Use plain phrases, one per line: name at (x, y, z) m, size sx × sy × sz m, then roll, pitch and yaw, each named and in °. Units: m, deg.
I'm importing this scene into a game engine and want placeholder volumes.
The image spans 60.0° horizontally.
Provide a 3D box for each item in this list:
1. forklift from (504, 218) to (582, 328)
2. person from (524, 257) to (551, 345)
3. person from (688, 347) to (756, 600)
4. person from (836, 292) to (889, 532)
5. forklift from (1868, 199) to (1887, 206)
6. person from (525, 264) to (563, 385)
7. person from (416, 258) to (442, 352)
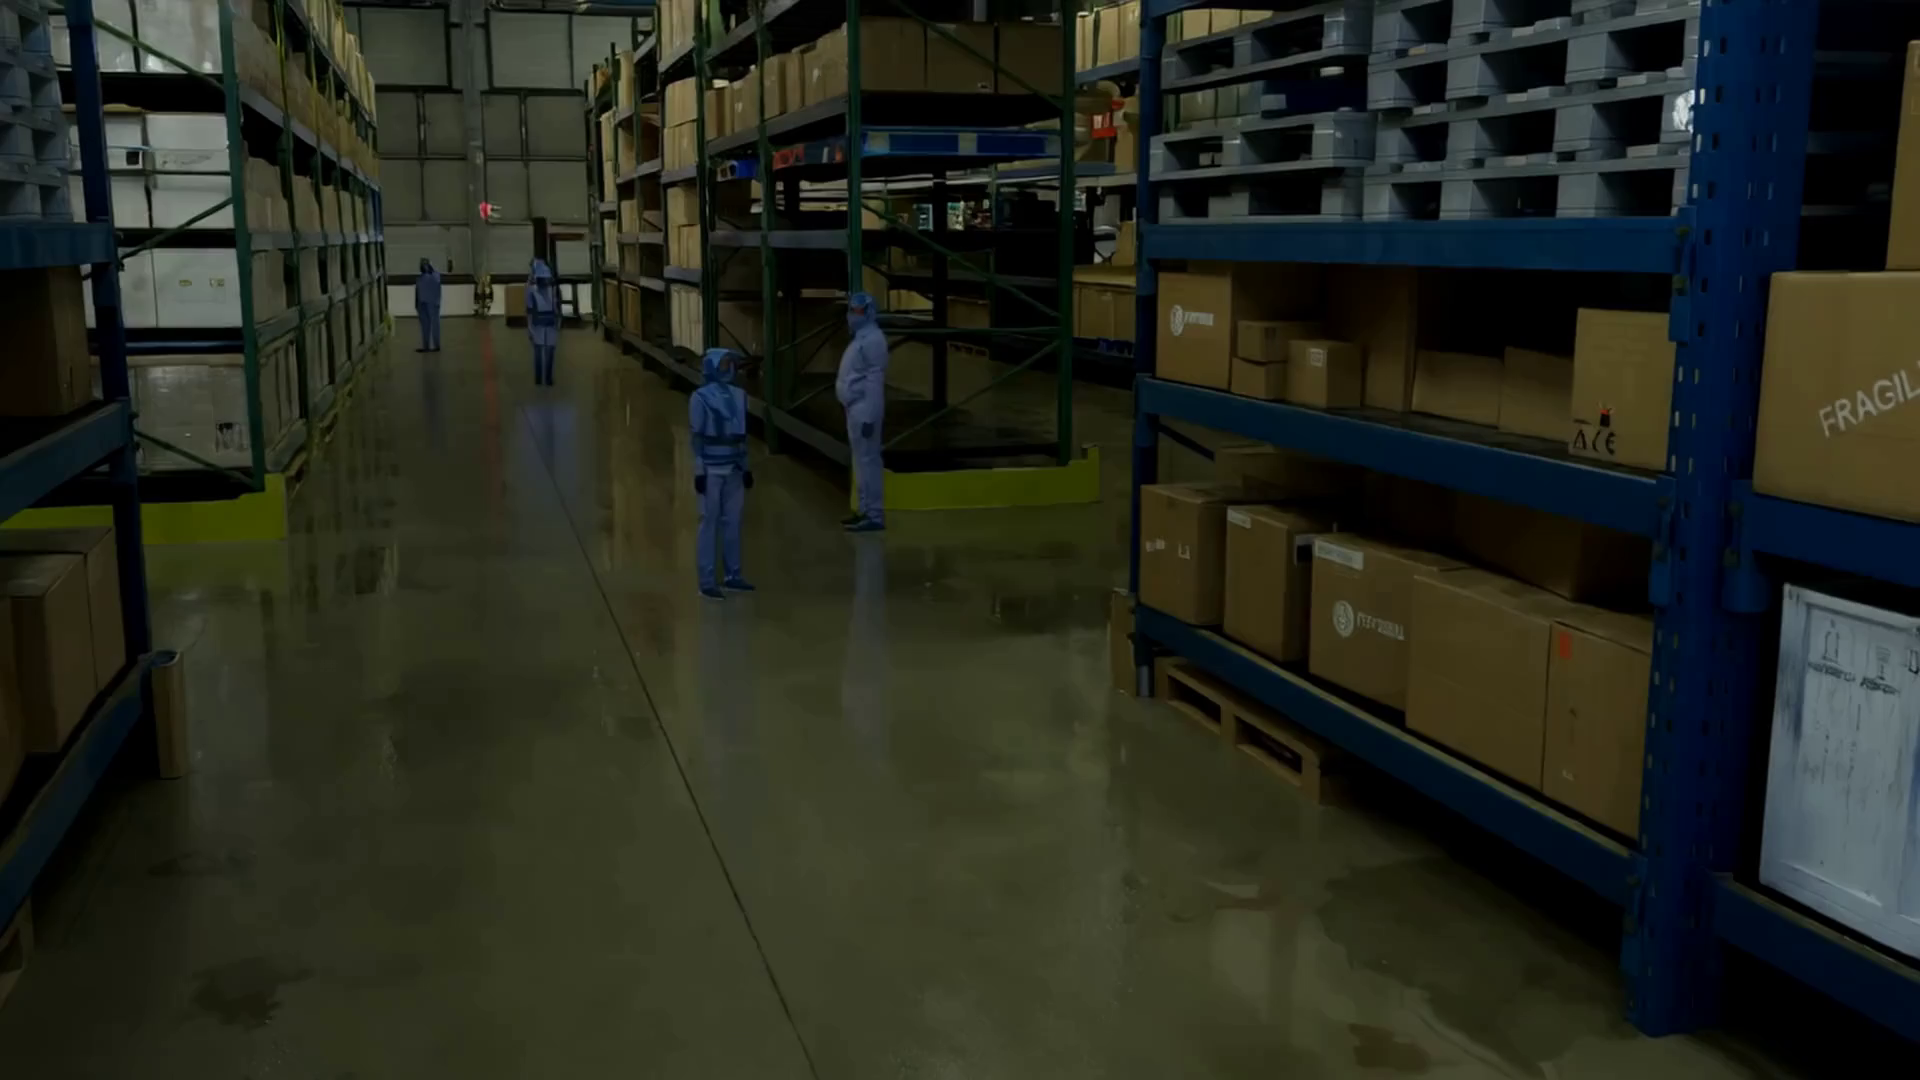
forklift at (-10.788, -6.880, 42.786) m, size 1.873 × 2.768 × 1.129 m, roll -3°, pitch 11°, yaw -17°
person at (-9.075, -5.125, 35.796) m, size 0.566 × 1.917 × 0.411 m, roll -3°, pitch 11°, yaw -17°
person at (-1.561, -0.438, 10.882) m, size 0.309 × 1.639 × 0.514 m, roll 7°, pitch 12°, yaw 33°
person at (-0.793, -1.027, 13.356) m, size 0.410 × 1.913 × 0.651 m, roll -3°, pitch 11°, yaw -14°
forklift at (11.338, -2.915, 21.052) m, size 1.129 × 2.768 × 1.873 m, roll -3°, pitch 11°, yaw -17°
person at (-6.594, -3.411, 26.418) m, size 0.546 × 1.919 × 0.514 m, roll -4°, pitch 11°, yaw -21°
person at (-10.931, -4.815, 34.140) m, size 0.638 × 1.909 × 0.408 m, roll 5°, pitch 12°, yaw 26°
